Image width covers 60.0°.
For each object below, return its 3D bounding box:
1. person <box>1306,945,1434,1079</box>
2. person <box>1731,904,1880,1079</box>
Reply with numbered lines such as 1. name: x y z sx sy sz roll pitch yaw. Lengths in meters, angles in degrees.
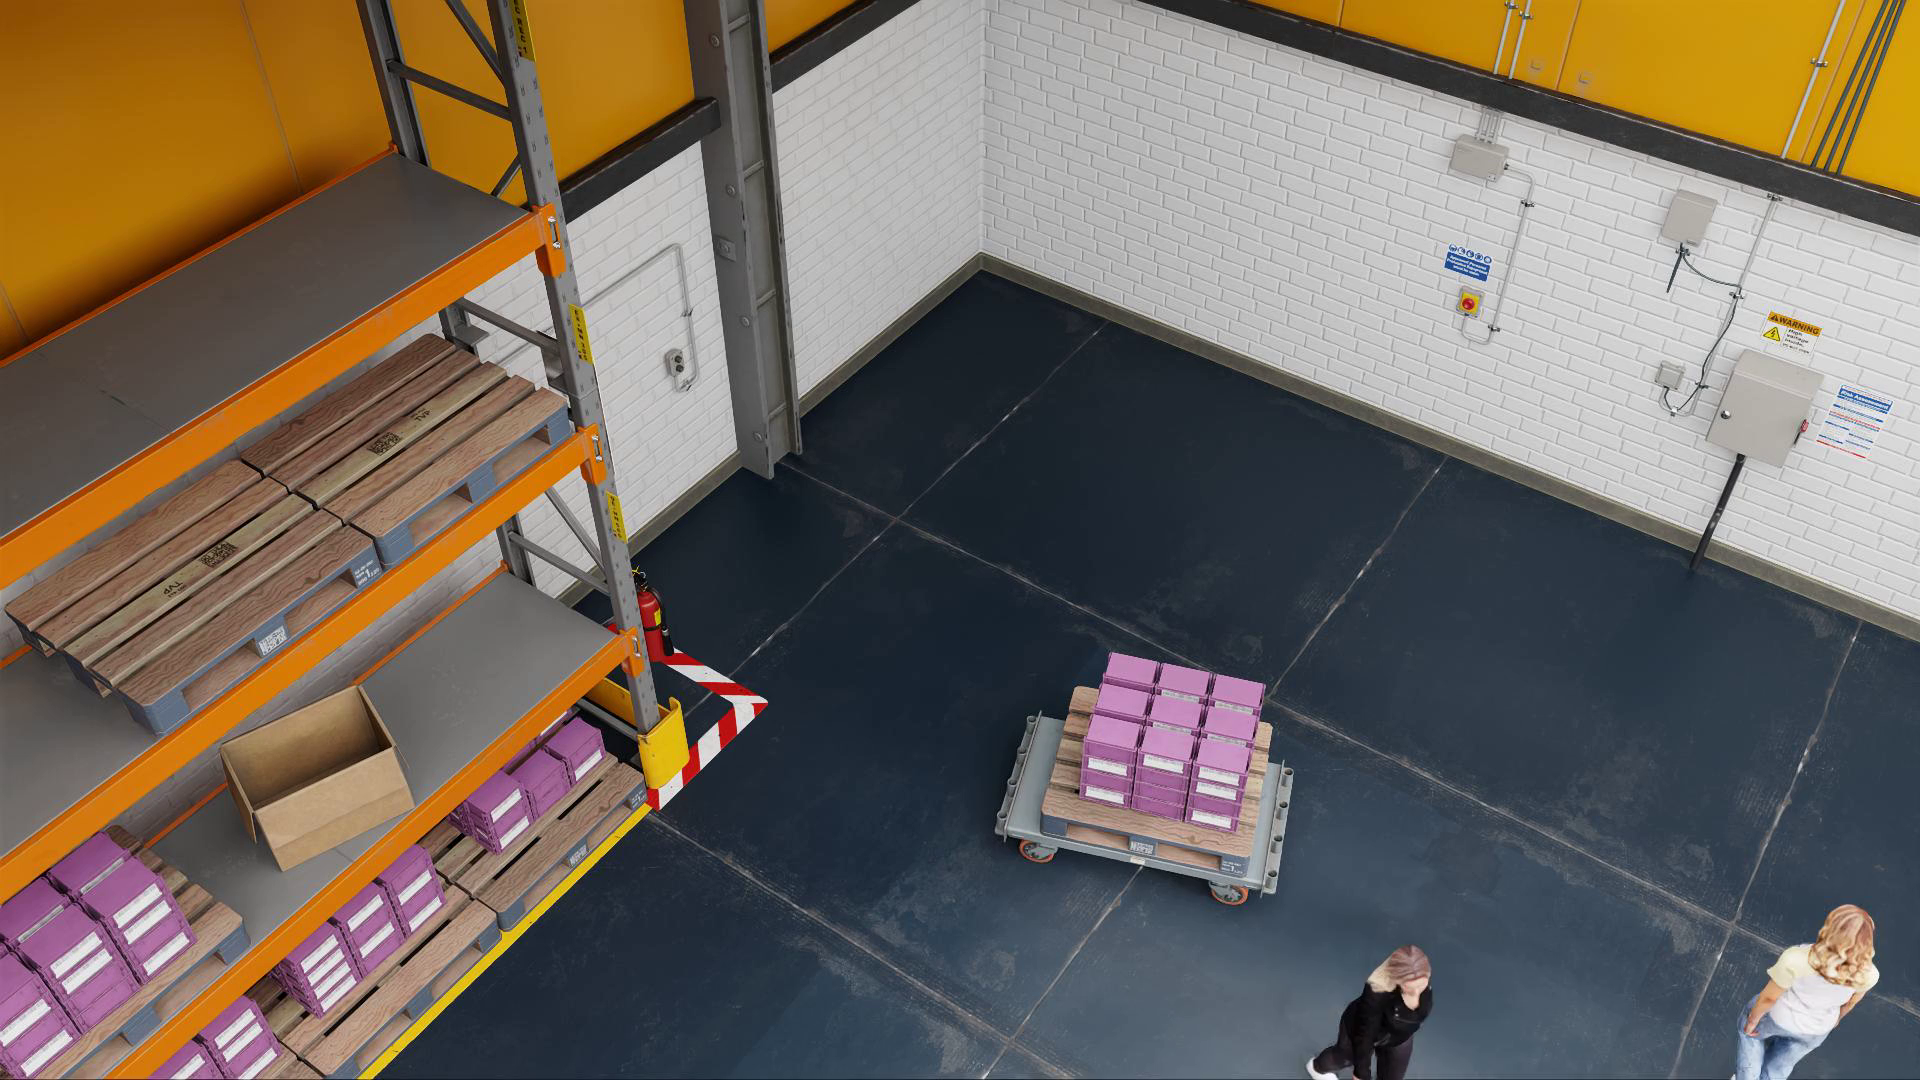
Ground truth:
1. person: 1.998 2.367 8.233 0.926 1.651 0.891 -29 51 -27
2. person: 4.106 2.420 8.130 0.749 1.716 0.775 8 44 8
